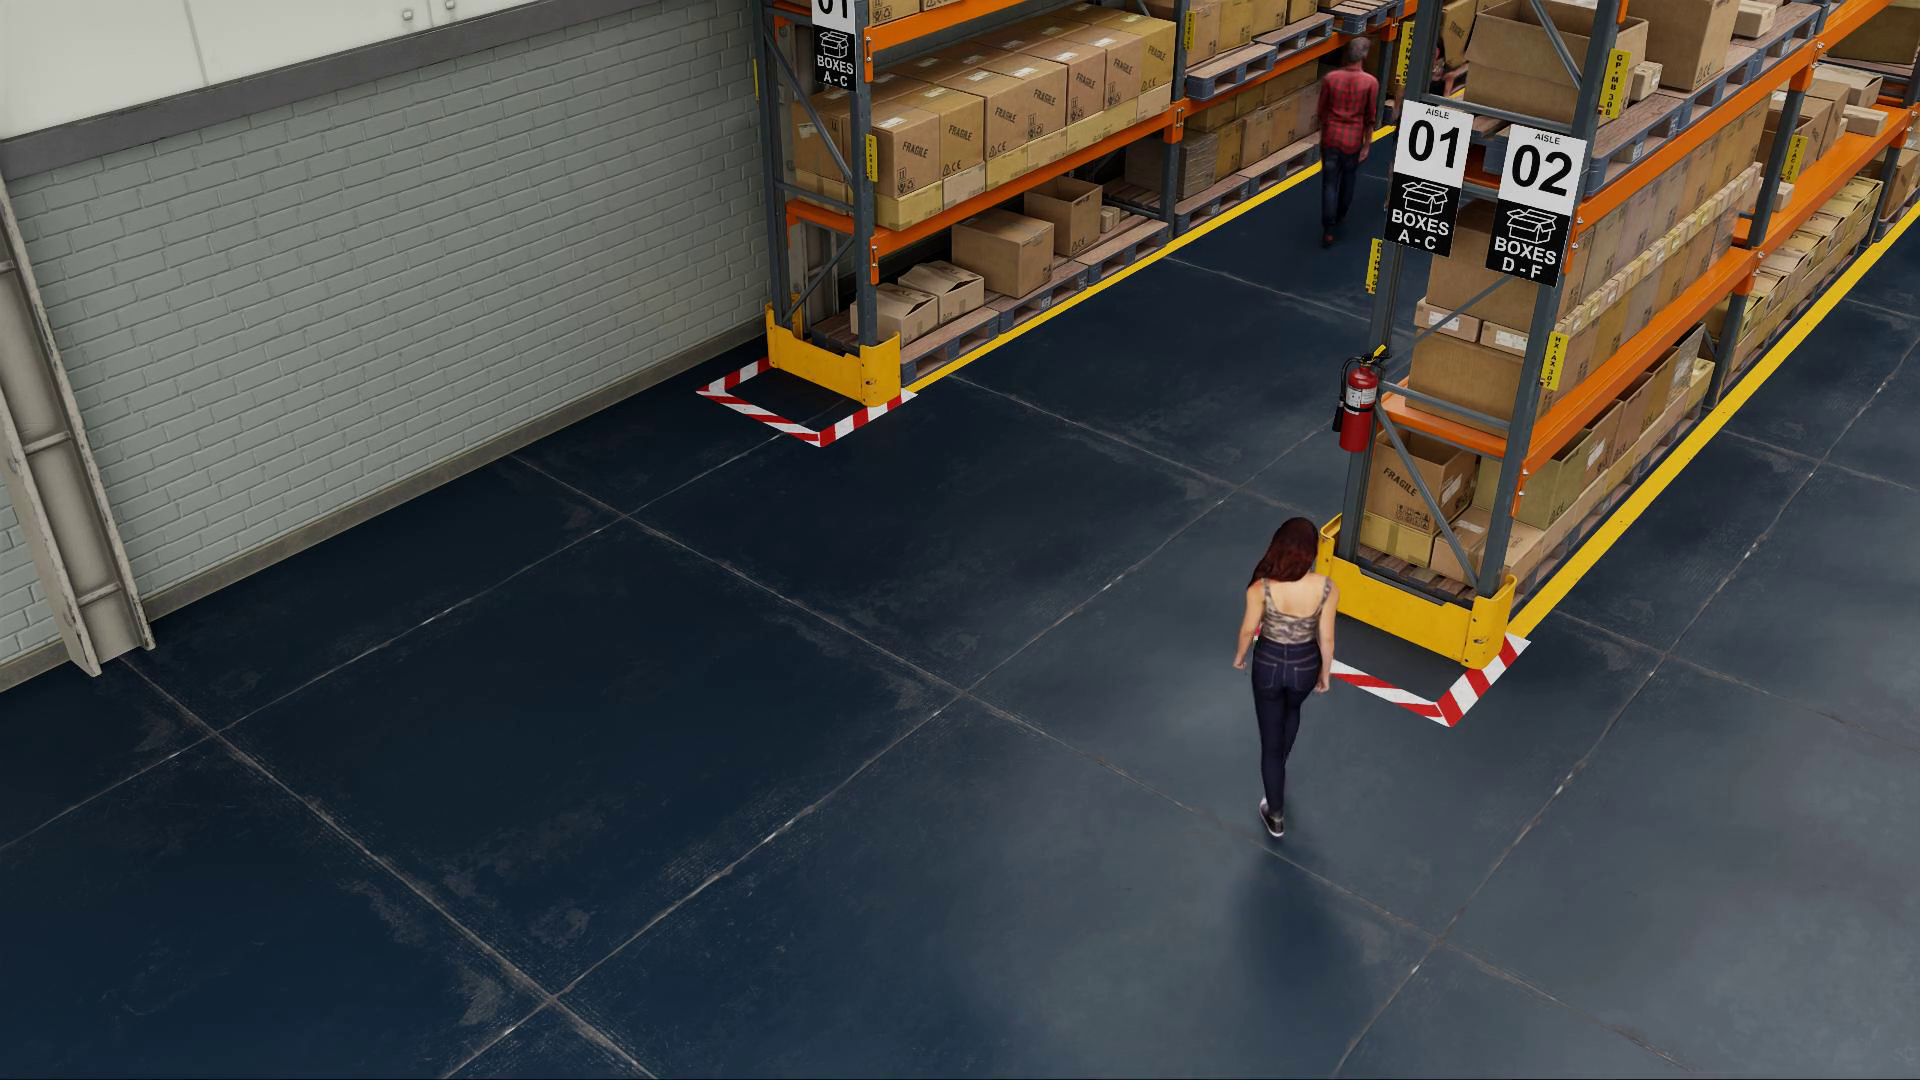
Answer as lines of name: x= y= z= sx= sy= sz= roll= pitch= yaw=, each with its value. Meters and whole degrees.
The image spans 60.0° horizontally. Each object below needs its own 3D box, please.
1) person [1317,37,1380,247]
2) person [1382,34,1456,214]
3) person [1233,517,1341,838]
person: x=3.387 y=-3.501 z=14.784 sx=0.973 sy=1.791 sz=1.182 roll=8 pitch=34 yaw=12
person: x=4.287 y=-3.913 z=15.518 sx=0.809 sy=1.682 sz=0.899 roll=14 pitch=35 yaw=20
person: x=1.639 y=0.736 z=8.313 sx=0.927 sy=1.743 sz=1.014 roll=-1 pitch=33 yaw=-1
